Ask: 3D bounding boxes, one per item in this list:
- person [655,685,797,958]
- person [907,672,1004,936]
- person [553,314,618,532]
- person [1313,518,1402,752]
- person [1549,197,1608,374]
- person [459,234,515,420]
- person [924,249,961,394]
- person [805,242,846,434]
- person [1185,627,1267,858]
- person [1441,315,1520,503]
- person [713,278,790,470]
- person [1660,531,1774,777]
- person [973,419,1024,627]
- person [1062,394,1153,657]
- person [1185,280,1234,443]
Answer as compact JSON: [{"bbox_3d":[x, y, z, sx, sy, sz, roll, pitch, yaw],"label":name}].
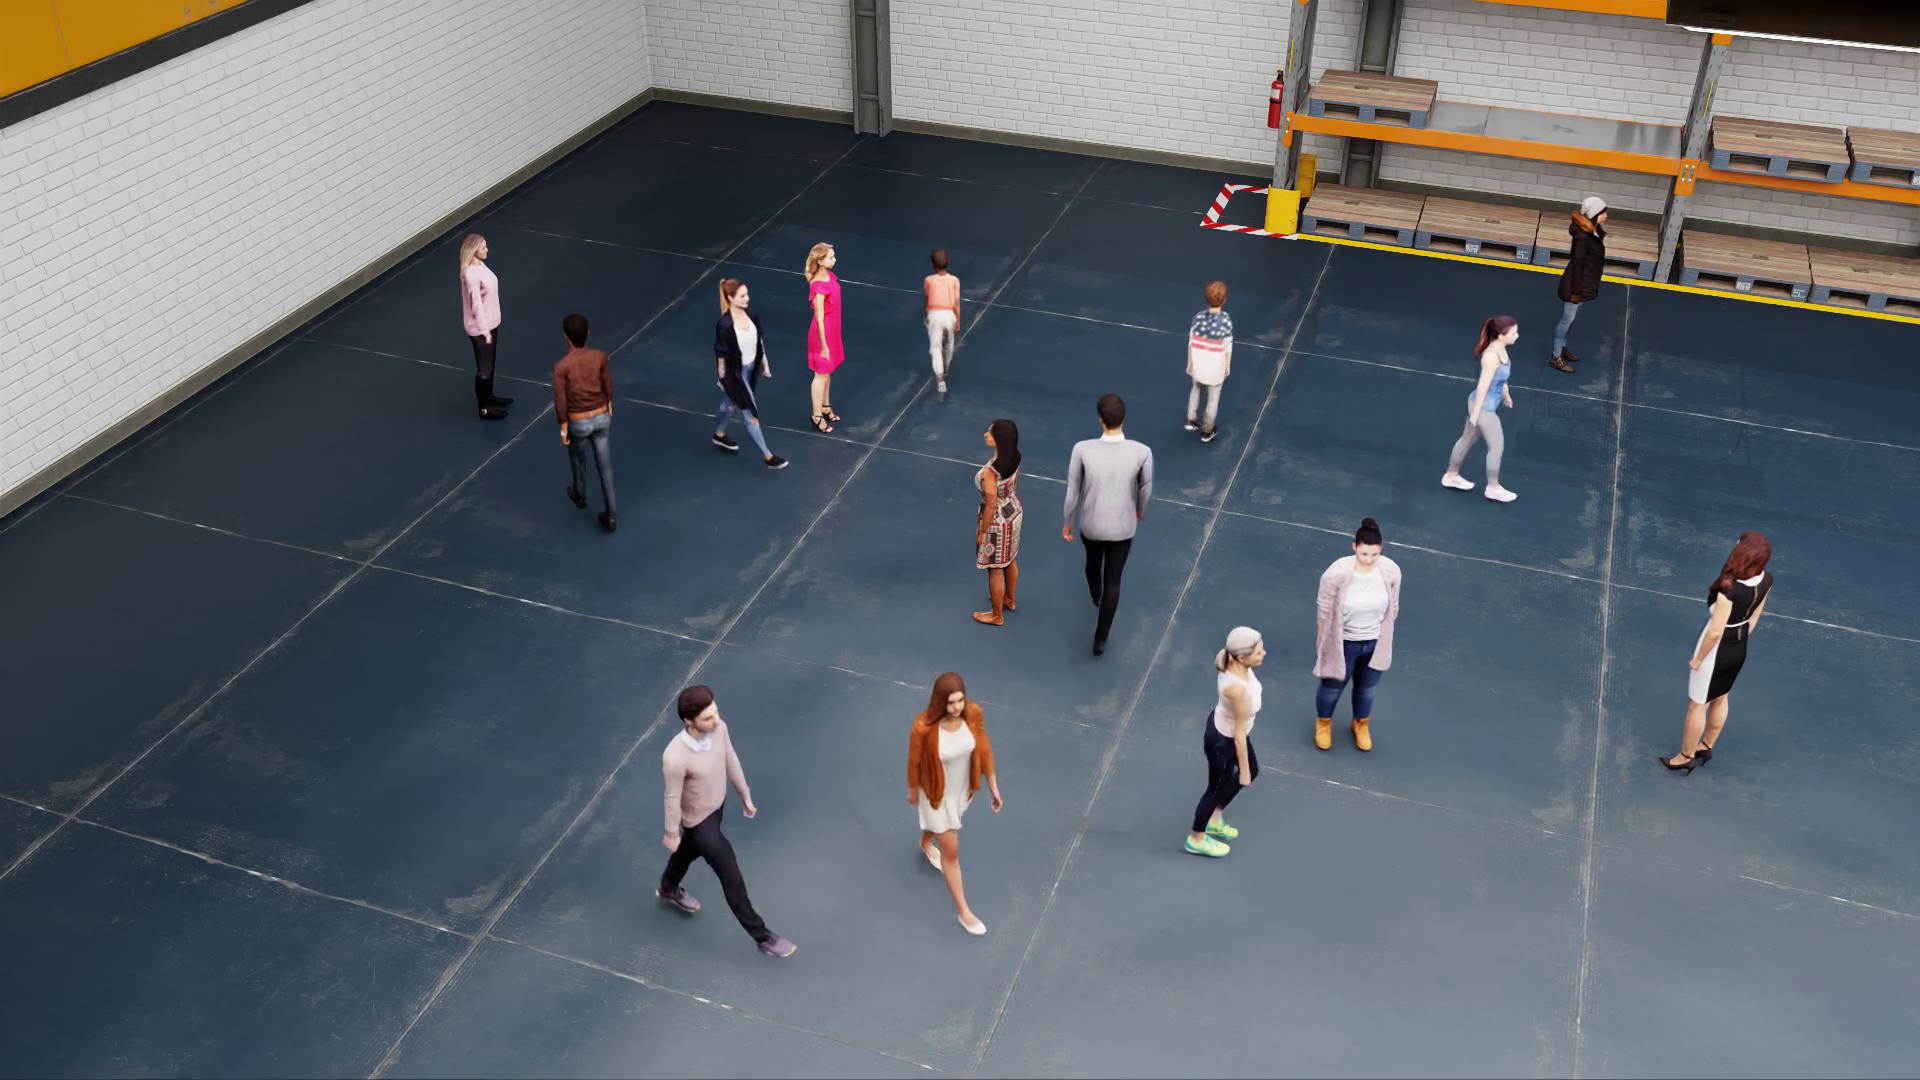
[{"bbox_3d":[-1.482,1.506,9.237,1.260,1.752,0.746,16,37,23],"label":"person"},{"bbox_3d":[-0.115,1.364,9.527,1.043,1.668,1.185,-19,38,-26],"label":"person"},{"bbox_3d":[-2.817,-0.856,12.791,0.978,1.752,1.074,-21,39,-28],"label":"person"},{"bbox_3d":[2.520,0.592,10.621,0.716,1.743,0.840,-2,34,-3],"label":"person"},{"bbox_3d":[5.629,-2.348,15.142,0.667,1.634,0.674,18,38,25],"label":"person"},{"bbox_3d":[-4.135,-1.847,14.346,0.666,1.681,0.669,-1,34,-2],"label":"person"},{"bbox_3d":[-0.170,-1.948,14.853,0.900,1.287,0.771,-2,34,-3],"label":"person"},{"bbox_3d":[-1.169,-1.738,14.145,0.606,1.721,0.622,4,34,6],"label":"person"},{"bbox_3d":[1.478,1.190,9.771,0.699,1.687,0.686,4,34,6],"label":"person"},{"bbox_3d":[4.112,-1.073,13.266,0.813,1.587,0.555,11,35,15],"label":"person"},{"bbox_3d":[-1.890,-1.389,13.703,1.162,1.630,0.788,20,39,27],"label":"person"},{"bbox_3d":[4.751,0.718,10.383,0.637,1.796,0.687,-16,37,-22],"label":"person"},{"bbox_3d":[0.282,-0.138,11.807,0.579,1.645,0.683,17,37,24],"label":"person"},{"bbox_3d":[1.015,-0.051,11.472,1.106,1.871,0.904,6,34,10],"label":"person"},{"bbox_3d":[2.072,-1.472,14.013,0.564,1.424,0.621,20,38,27],"label":"person"}]
